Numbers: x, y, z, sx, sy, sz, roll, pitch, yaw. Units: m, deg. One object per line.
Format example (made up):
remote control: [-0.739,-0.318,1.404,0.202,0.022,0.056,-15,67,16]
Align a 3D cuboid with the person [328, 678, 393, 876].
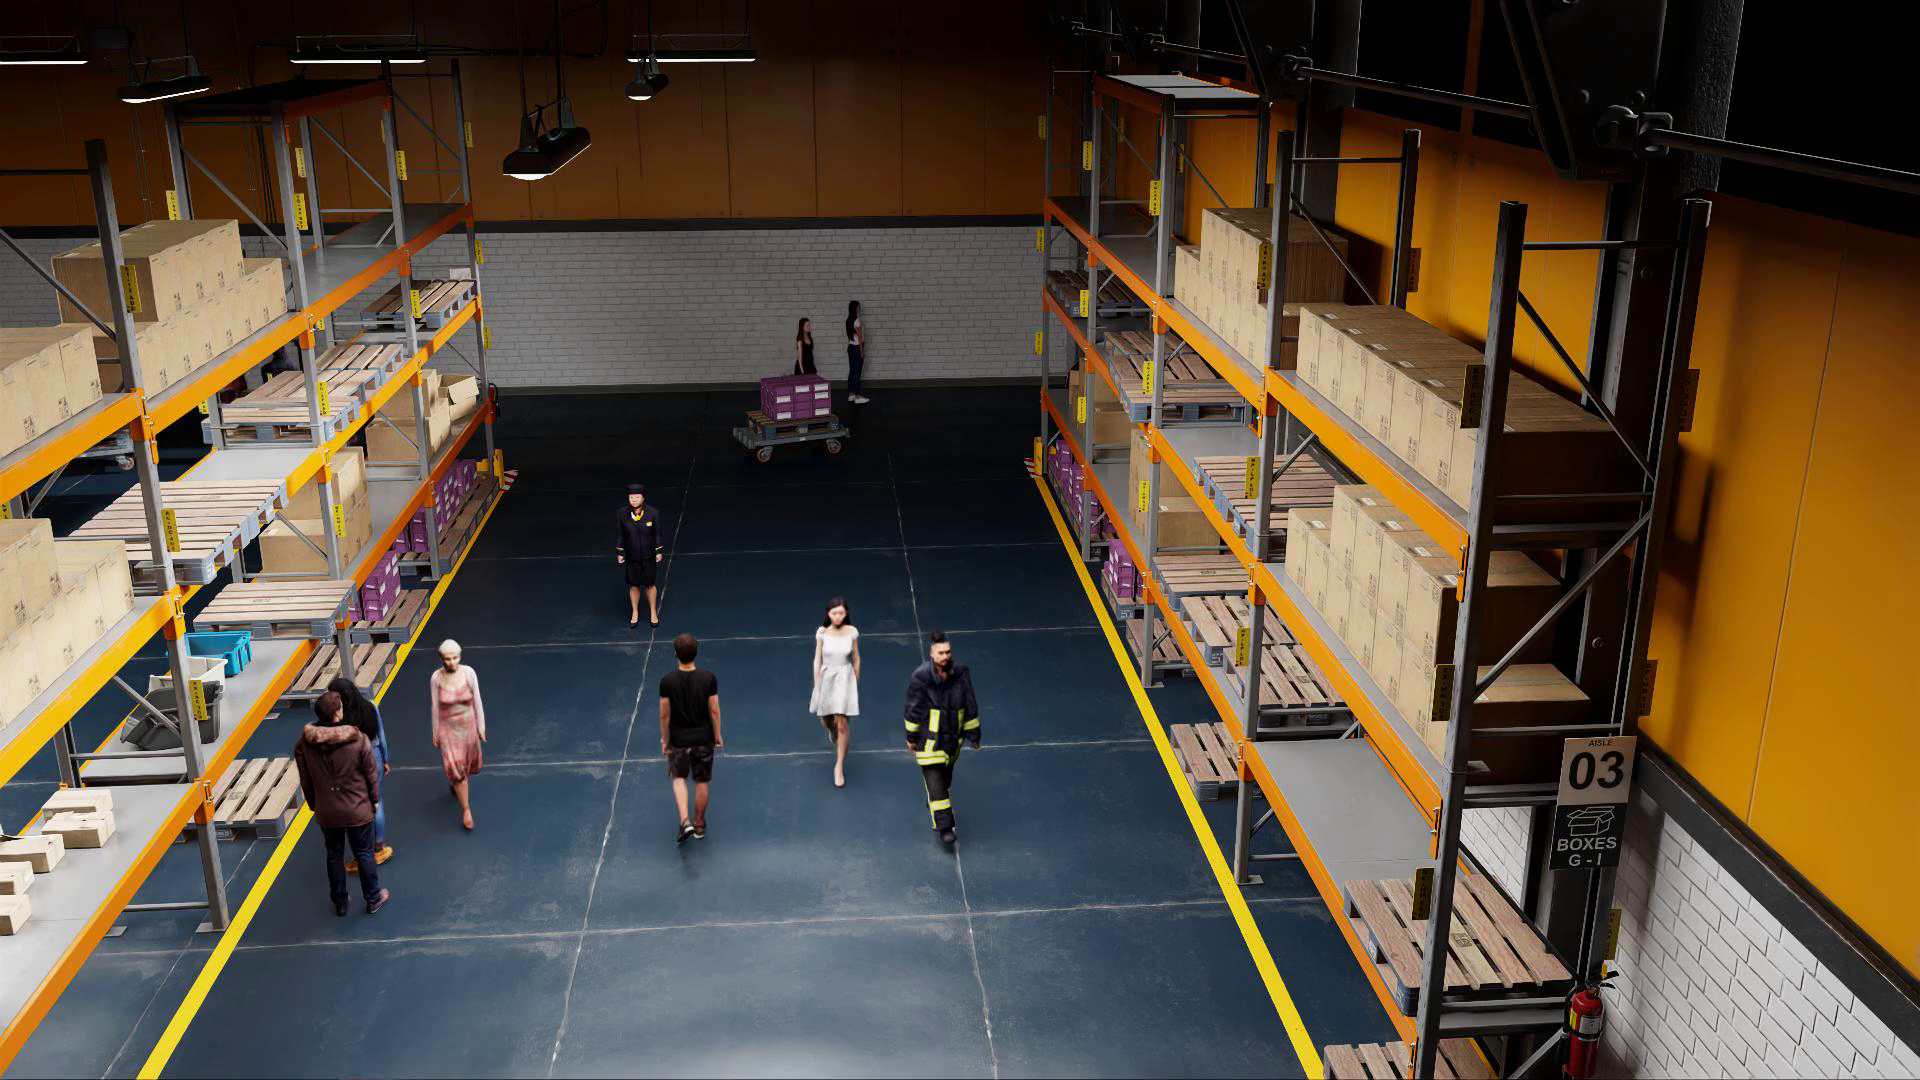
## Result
person: [-4.894,1.898,13.639,0.759,1.698,0.780,-9,20,-24]

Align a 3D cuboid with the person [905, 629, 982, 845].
person: [-0.195,1.621,14.266,1.005,1.823,1.220,-8,20,-22]

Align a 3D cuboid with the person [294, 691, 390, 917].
person: [-4.803,2.055,12.942,0.732,1.846,0.625,-2,19,-5]

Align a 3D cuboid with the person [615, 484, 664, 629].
person: [-3.611,0.170,18.815,0.681,1.671,0.604,-1,19,-4]

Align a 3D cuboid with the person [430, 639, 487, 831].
person: [-4.388,1.629,14.494,0.881,1.663,1.125,-11,21,-29]

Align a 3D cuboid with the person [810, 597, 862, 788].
person: [-1.135,1.340,15.201,0.632,1.760,0.909,-2,19,-6]

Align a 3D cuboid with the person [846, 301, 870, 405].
person: [-1.825,-3.270,28.866,0.723,1.775,0.596,-10,21,-28]

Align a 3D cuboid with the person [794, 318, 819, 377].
person: [-2.659,-2.816,27.641,1.140,1.697,1.136,13,22,33]

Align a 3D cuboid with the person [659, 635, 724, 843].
person: [-2.251,1.711,13.963,0.732,1.847,0.895,-4,19,-12]

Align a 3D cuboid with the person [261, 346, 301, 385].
person: [-10.286,-2.119,25.373,0.741,1.823,0.653,-2,19,-7]

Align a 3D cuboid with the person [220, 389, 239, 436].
person: [-9.897,-1.149,22.557,0.754,1.781,0.814,15,24,38]
